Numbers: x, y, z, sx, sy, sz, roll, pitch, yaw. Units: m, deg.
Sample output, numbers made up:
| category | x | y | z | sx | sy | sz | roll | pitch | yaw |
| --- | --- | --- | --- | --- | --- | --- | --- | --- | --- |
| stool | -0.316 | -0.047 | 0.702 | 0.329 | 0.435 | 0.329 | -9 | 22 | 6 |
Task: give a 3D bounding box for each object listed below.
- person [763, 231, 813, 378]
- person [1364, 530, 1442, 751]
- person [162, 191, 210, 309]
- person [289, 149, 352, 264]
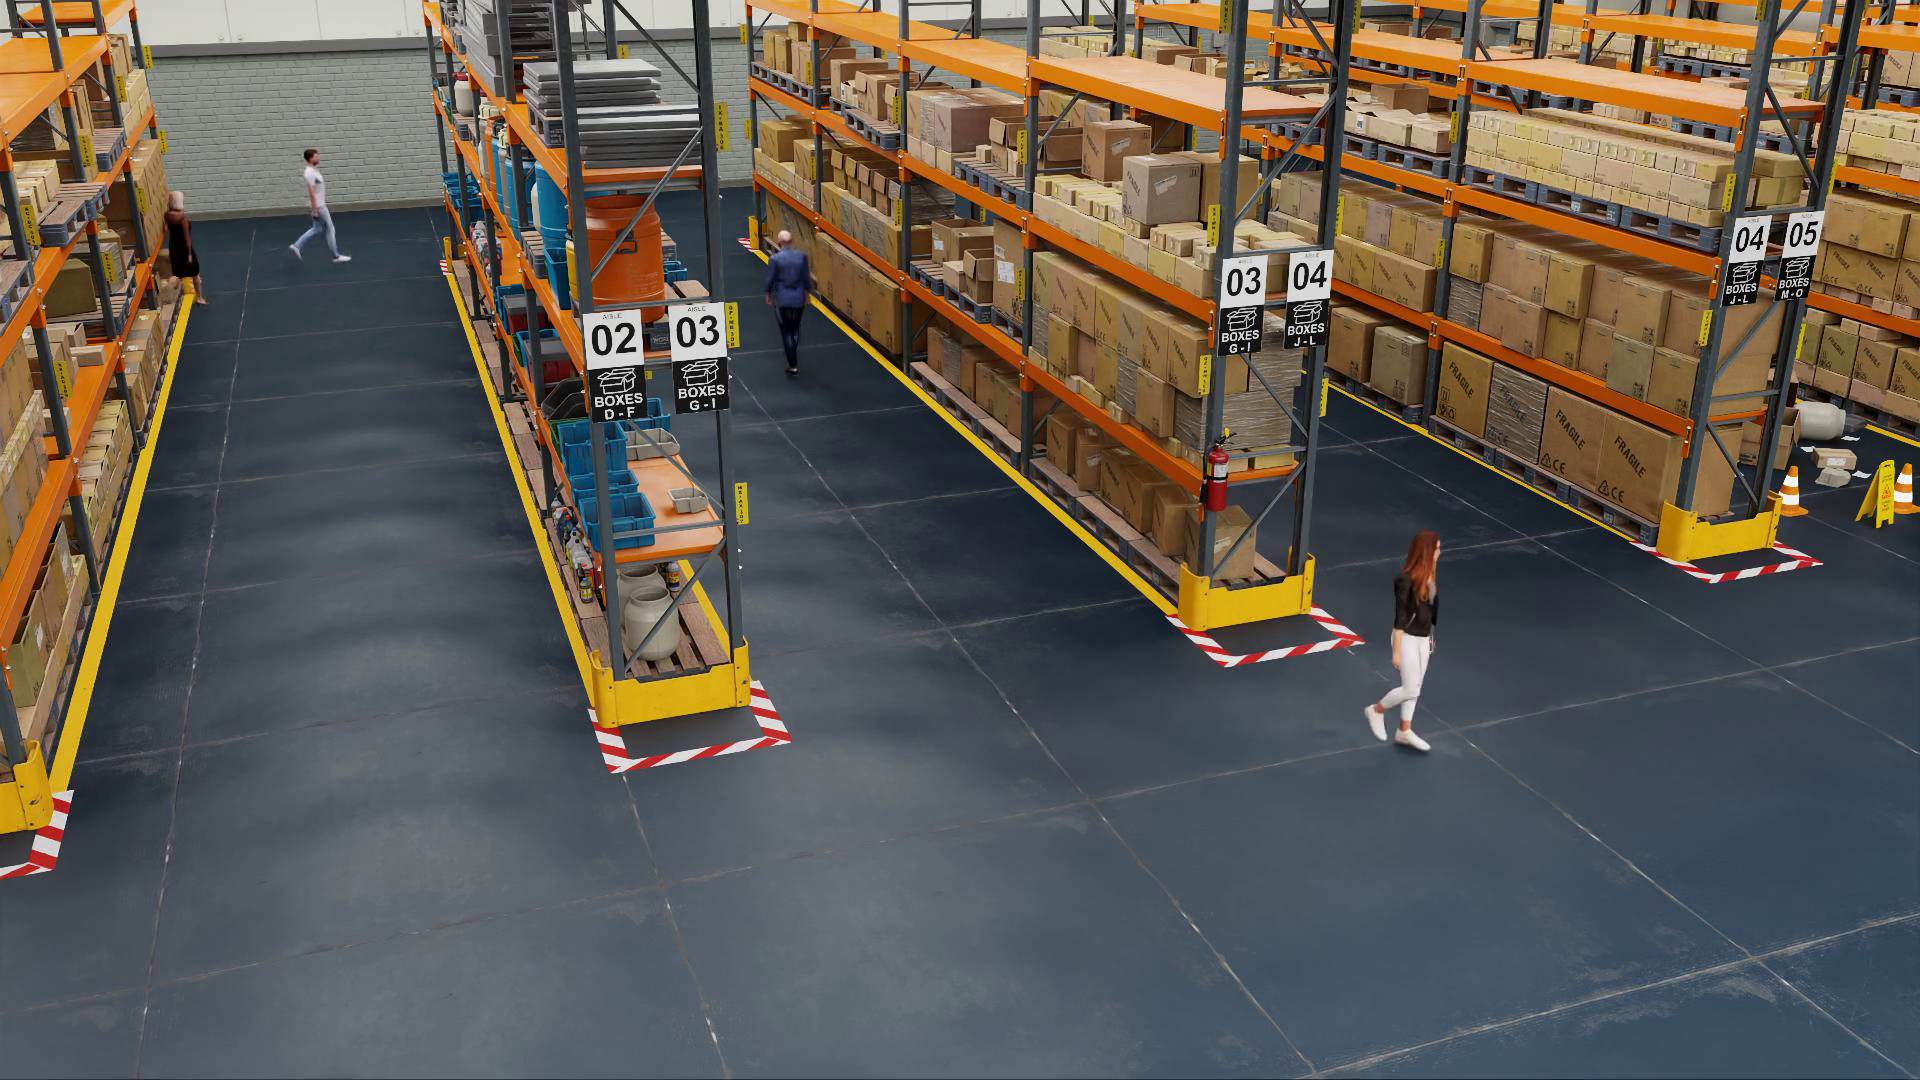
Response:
| category | x | y | z | sx | sy | sz | roll | pitch | yaw |
| --- | --- | --- | --- | --- | --- | --- | --- | --- | --- |
| person | -2.109 | -2.936 | 20.865 | 0.834 | 1.788 | 1.115 | -11 | 25 | -25 |
| person | 3.214 | 0.714 | 12.063 | 0.863 | 1.694 | 0.789 | 19 | 29 | 39 |
| person | -11.205 | -4.092 | 23.785 | 1.014 | 1.717 | 1.108 | 8 | 24 | 20 |
| person | -10.385 | -5.320 | 26.643 | 0.781 | 1.826 | 1.096 | -10 | 24 | -23 |
